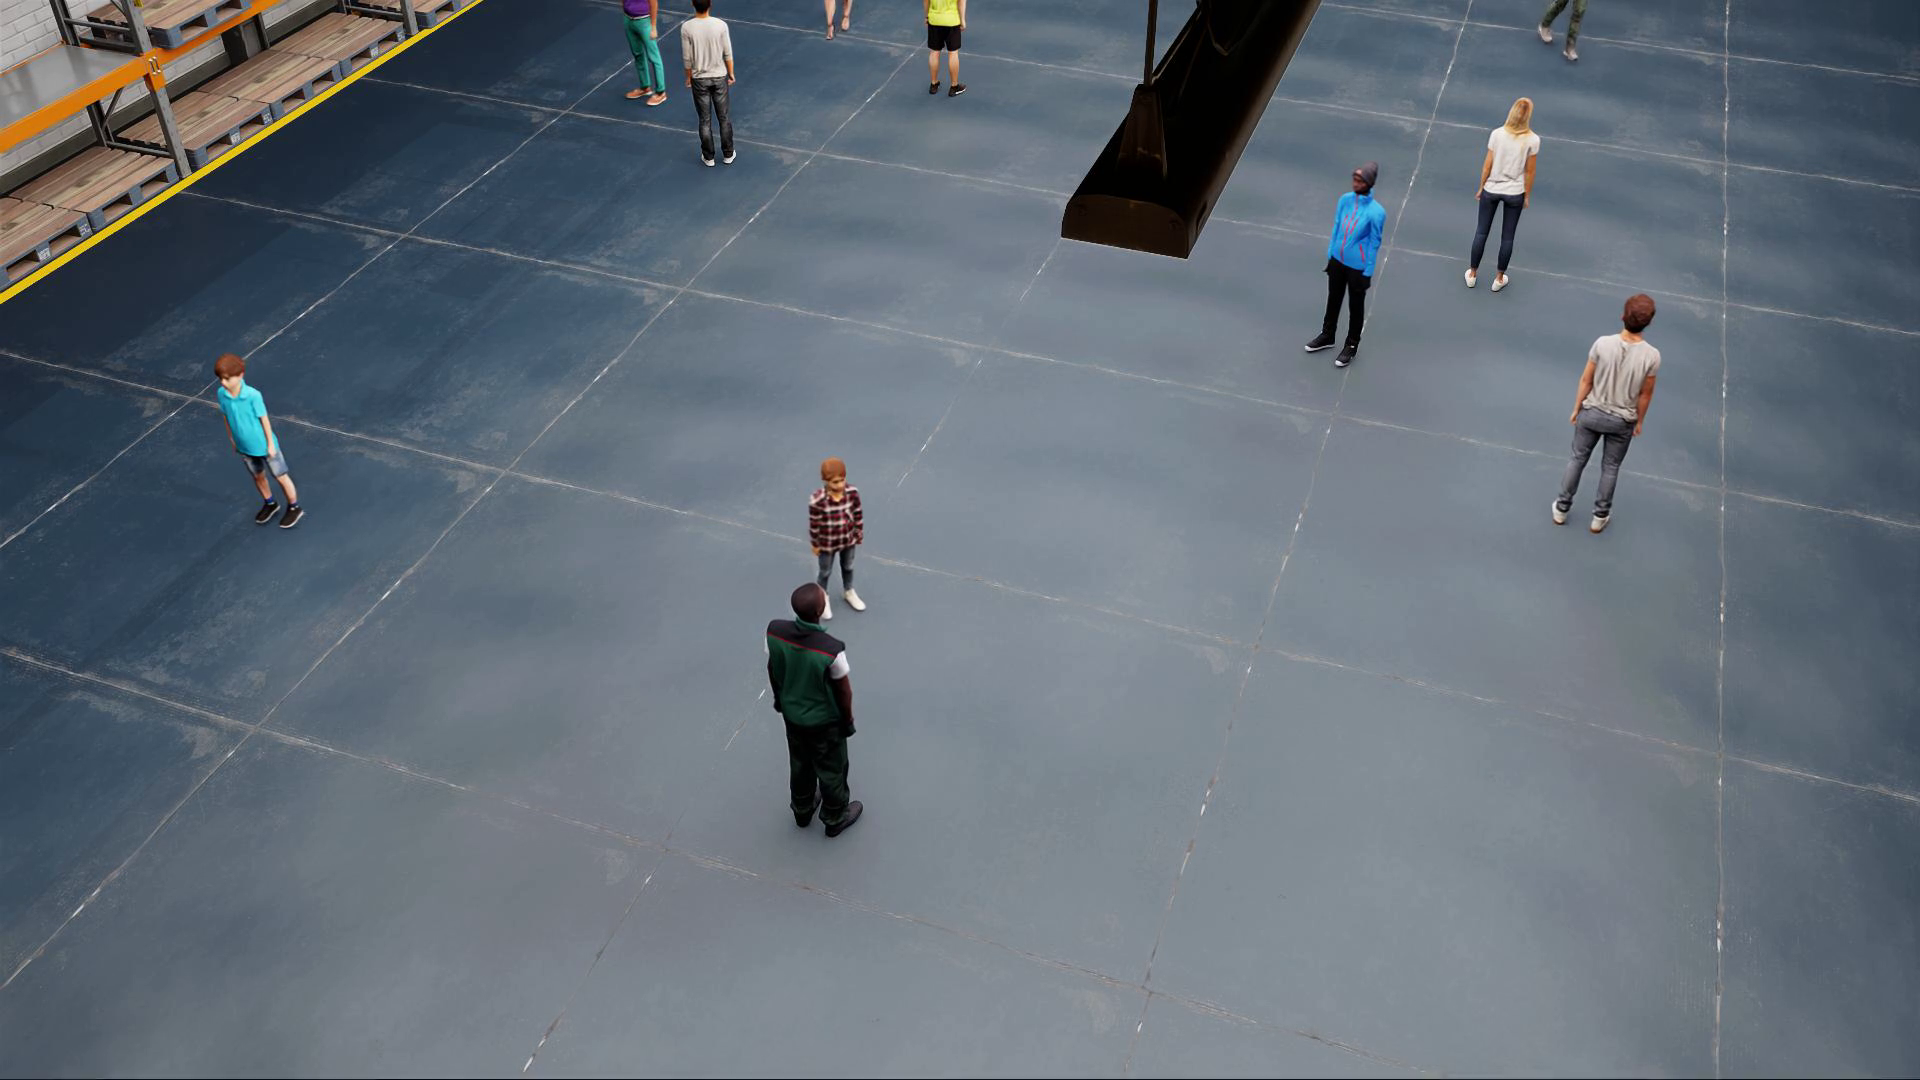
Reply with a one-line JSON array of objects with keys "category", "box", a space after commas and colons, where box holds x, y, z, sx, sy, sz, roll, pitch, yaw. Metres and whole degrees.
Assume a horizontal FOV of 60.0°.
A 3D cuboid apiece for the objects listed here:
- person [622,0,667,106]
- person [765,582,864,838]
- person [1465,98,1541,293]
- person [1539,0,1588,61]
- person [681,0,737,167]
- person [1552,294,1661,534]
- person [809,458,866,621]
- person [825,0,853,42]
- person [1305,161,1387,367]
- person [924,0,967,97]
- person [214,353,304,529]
[{"category": "person", "box": [-3.432, -5.596, 17.927, 0.697, 1.767, 0.671, 26, 45, 29]}, {"category": "person", "box": [-0.850, 0.985, 9.631, 0.711, 1.838, 0.621, 18, 42, 21]}, {"category": "person", "box": [4.807, -3.054, 14.711, 0.604, 1.809, 0.484, 14, 41, 16]}, {"category": "person", "box": [6.999, -6.418, 19.075, 0.938, 1.620, 1.175, -6, 39, -7]}, {"category": "person", "box": [-2.511, -4.641, 16.696, 0.730, 1.812, 0.732, -7, 39, -9]}, {"category": "person", "box": [4.653, -0.896, 11.942, 0.652, 1.892, 0.548, 15, 41, 18]}, {"category": "person", "box": [-0.853, -0.032, 11.334, 0.603, 1.301, 0.659, -15, 41, -18]}, {"category": "person", "box": [-1.391, -6.762, 19.450, 0.738, 1.690, 0.906, 6, 39, 8]}, {"category": "person", "box": [3.259, -2.305, 13.787, 0.699, 1.792, 0.696, -29, 47, -31]}, {"category": "person", "box": [-0.170, -5.699, 18.104, 0.618, 1.707, 0.497, 13, 40, 16]}, {"category": "person", "box": [-5.121, -0.743, 12.108, 0.538, 1.447, 0.519, 7, 39, 9]}]
